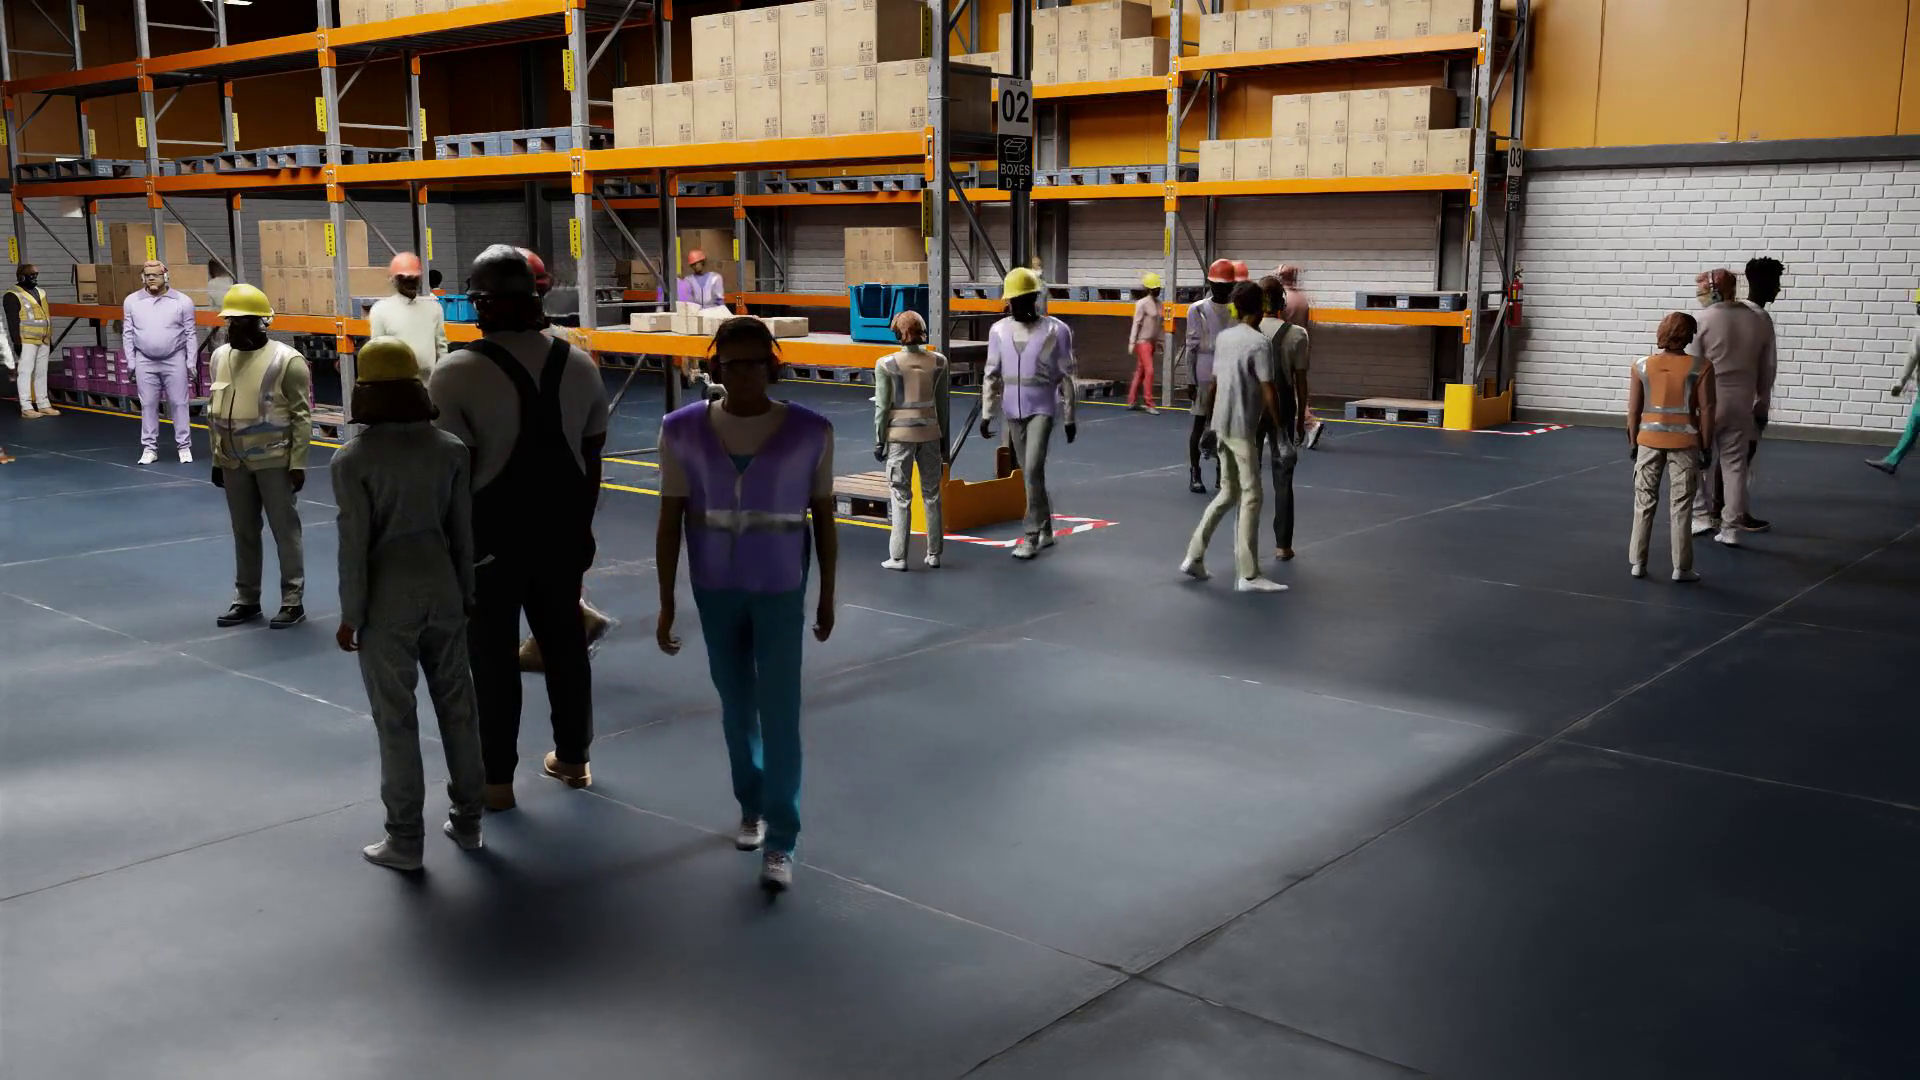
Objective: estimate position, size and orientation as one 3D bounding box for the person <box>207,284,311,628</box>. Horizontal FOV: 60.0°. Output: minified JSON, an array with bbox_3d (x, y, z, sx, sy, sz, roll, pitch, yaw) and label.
[{"bbox_3d":[-3.753,-0.440,8.871,0.587,1.835,0.403,2,10,13],"label":"person"}]

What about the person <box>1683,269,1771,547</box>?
[{"bbox_3d":[5.167,-0.897,11.327,0.762,1.879,0.525,-2,10,-10],"label":"person"}]

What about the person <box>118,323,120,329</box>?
[{"bbox_3d":[-12.551,-3.387,25.280,0.649,1.956,0.889,3,10,18],"label":"person"}]

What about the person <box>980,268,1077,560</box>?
[{"bbox_3d":[0.403,-0.829,10.928,0.590,1.885,0.849,6,12,32],"label":"person"}]

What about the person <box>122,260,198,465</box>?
[{"bbox_3d":[-7.503,-1.661,15.620,0.638,1.910,0.407,-3,10,-16],"label":"person"}]

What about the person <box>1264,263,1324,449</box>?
[{"bbox_3d":[3.336,-1.849,16.804,0.820,1.884,0.640,8,13,38],"label":"person"}]

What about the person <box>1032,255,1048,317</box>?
[{"bbox_3d":[0.913,-2.668,21.279,0.371,1.938,0.637,9,13,40],"label":"person"}]

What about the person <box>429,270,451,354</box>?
[{"bbox_3d":[-7.897,-3.225,25.125,0.318,1.697,0.533,4,11,21],"label":"person"}]

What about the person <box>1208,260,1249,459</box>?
[{"bbox_3d":[2.577,-1.730,16.003,0.582,1.911,0.509,-1,10,-3],"label":"person"}]

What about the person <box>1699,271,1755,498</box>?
[{"bbox_3d":[6.150,-1.235,13.374,0.673,1.845,0.533,-5,11,-28],"label":"person"}]

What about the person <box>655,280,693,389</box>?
[{"bbox_3d":[-4.140,-3.124,24.041,0.561,1.867,1.033,-8,12,-37],"label":"person"}]

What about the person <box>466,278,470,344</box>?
[{"bbox_3d":[-5.646,-2.257,19.646,0.537,1.686,0.323,8,13,39],"label":"person"}]

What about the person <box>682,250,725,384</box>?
[{"bbox_3d":[-3.809,-3.293,24.692,0.648,1.989,0.733,0,10,2],"label":"person"}]

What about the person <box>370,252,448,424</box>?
[{"bbox_3d":[-4.277,-1.243,13.010,0.616,2.000,0.385,-9,14,-43],"label":"person"}]

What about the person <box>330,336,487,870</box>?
[{"bbox_3d":[-1.824,0.204,5.469,0.325,1.740,0.492,8,13,40],"label":"person"}]

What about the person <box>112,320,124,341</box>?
[{"bbox_3d":[-12.443,-3.349,24.981,0.395,1.992,0.622,7,12,33],"label":"person"}]

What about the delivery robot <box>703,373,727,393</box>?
[{"bbox_3d":[-2.935,-2.047,21.396,0.707,0.478,0.477,-3,10,-14],"label":"delivery robot"}]

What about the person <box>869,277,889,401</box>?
[{"bbox_3d":[-1.028,-2.661,22.090,0.278,1.632,0.498,8,13,38],"label":"person"}]

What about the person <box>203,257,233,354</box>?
[{"bbox_3d":[-9.705,-2.784,22.008,0.818,1.915,0.634,9,13,40],"label":"person"}]

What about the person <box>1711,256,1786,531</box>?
[{"bbox_3d":[5.684,-1.054,11.998,0.365,1.962,0.614,1,10,6],"label":"person"}]

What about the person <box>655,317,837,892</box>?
[{"bbox_3d":[-0.687,0.201,5.323,0.568,1.804,0.916,0,10,1],"label":"person"}]

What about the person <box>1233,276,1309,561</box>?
[{"bbox_3d":[1.991,-0.778,10.776,0.500,1.844,0.345,1,10,8],"label":"person"}]

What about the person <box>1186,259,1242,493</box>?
[{"bbox_3d":[2.144,-1.355,13.797,0.547,1.934,0.376,-2,10,-14],"label":"person"}]

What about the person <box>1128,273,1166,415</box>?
[{"bbox_3d":[2.282,-2.402,20.392,0.632,1.721,0.585,8,12,37],"label":"person"}]

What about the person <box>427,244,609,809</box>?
[{"bbox_3d":[-1.654,-0.055,6.094,0.539,2.000,0.689,10,14,43],"label":"person"}]

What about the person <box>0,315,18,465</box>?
[{"bbox_3d":[-9.037,-1.633,15.543,0.649,1.870,0.613,1,10,7],"label":"person"}]

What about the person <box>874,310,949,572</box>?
[{"bbox_3d":[-0.298,-0.616,10.438,0.511,1.638,0.307,-5,11,-26],"label":"person"}]

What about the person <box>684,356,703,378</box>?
[{"bbox_3d":[-4.143,-3.320,25.868,0.277,1.628,0.500,6,12,32],"label":"person"}]

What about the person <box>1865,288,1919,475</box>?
[{"bbox_3d":[8.414,-1.371,14.526,0.533,1.715,0.894,-8,13,-39],"label":"person"}]

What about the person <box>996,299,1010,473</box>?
[{"bbox_3d":[0.439,-1.334,14.610,0.328,1.609,0.644,-6,11,-30],"label":"person"}]

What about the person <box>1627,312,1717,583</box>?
[{"bbox_3d":[4.308,-0.557,10.103,0.512,1.639,0.307,8,13,38],"label":"person"}]

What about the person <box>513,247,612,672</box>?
[{"bbox_3d":[-1.954,-0.345,7.781,0.582,2.028,0.631,3,10,16],"label":"person"}]

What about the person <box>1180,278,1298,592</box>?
[{"bbox_3d":[1.630,-0.605,9.797,0.491,1.851,0.697,-4,11,-20],"label":"person"}]

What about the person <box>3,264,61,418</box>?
[{"bbox_3d":[-11.116,-2.382,19.940,0.429,1.837,0.628,1,10,8],"label":"person"}]
